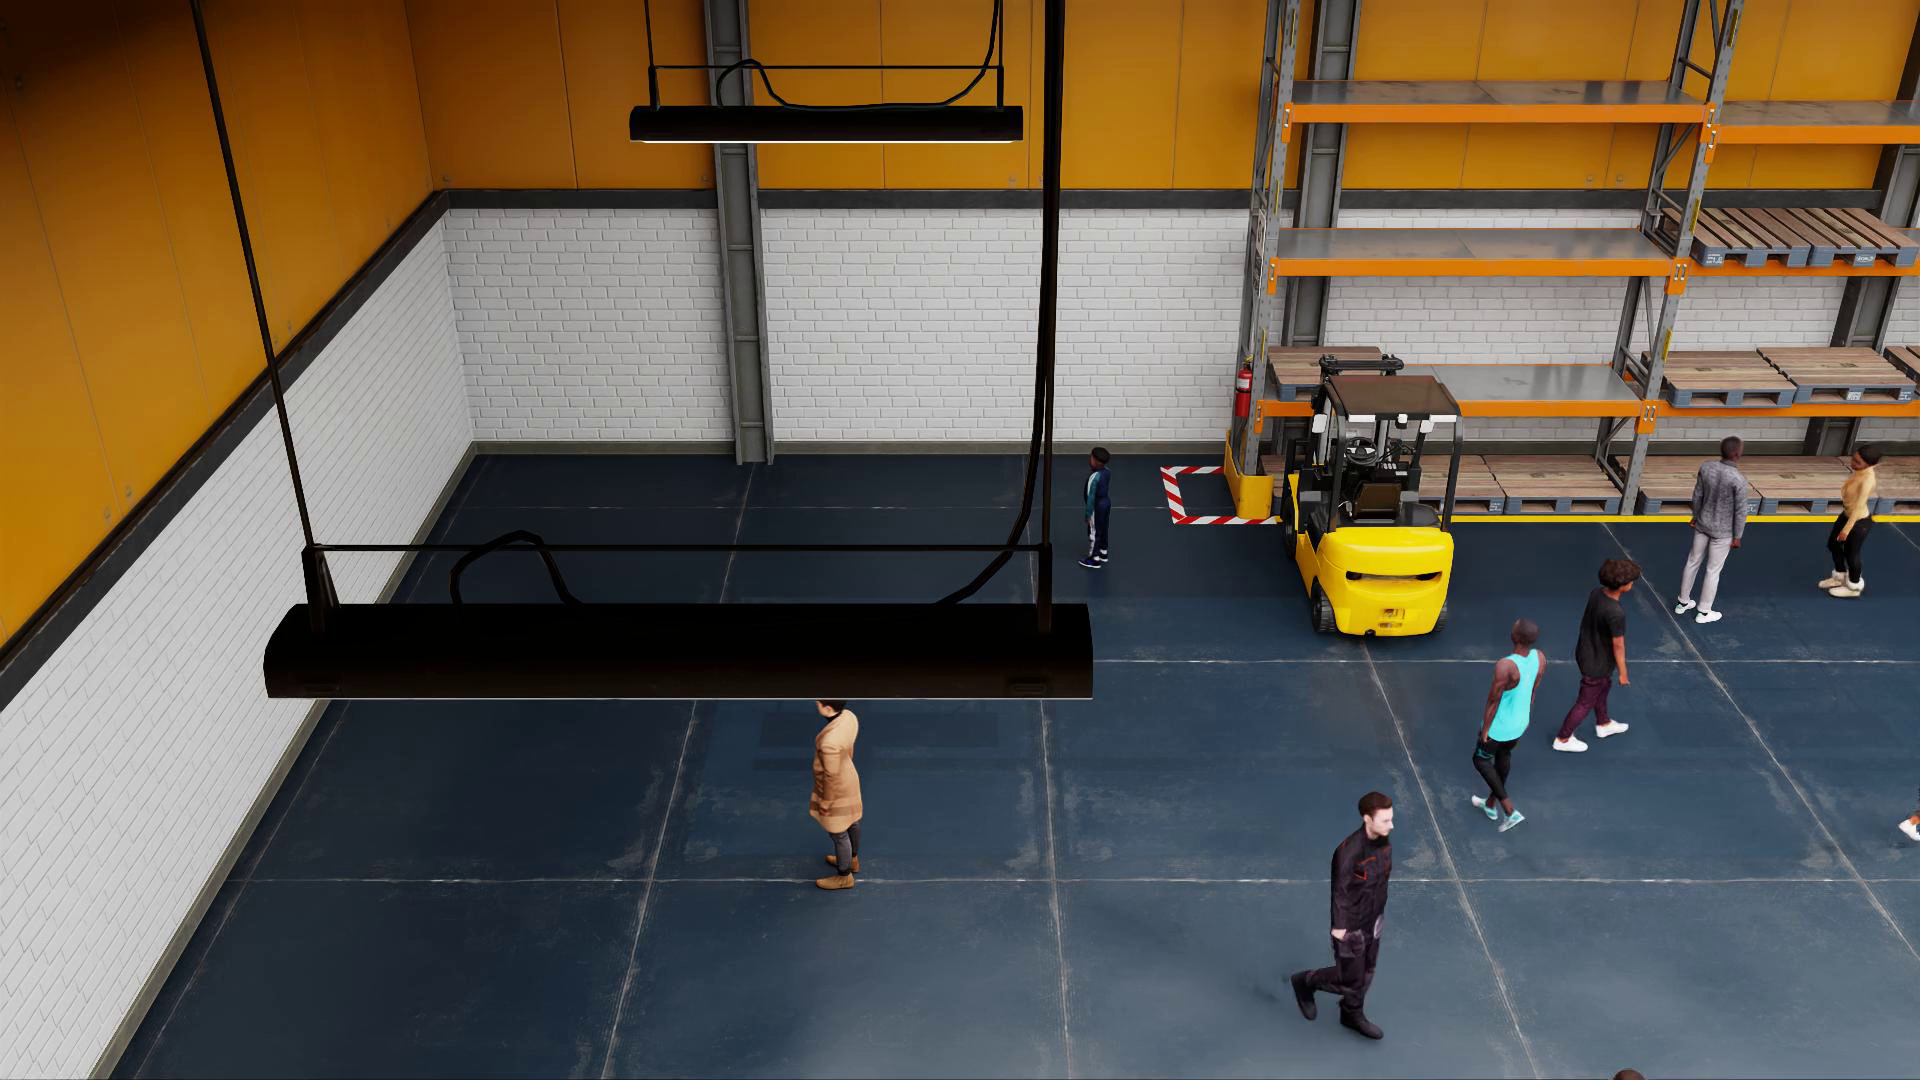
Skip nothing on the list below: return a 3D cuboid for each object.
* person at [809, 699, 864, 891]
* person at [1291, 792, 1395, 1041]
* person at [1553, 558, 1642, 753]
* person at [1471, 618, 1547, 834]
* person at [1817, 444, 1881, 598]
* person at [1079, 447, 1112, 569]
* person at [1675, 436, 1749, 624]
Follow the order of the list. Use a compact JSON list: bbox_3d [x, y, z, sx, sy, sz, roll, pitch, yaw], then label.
[{"bbox_3d":[-0.872,1.753,11.974,0.692,1.728,0.700,7,29,12],"label":"person"},{"bbox_3d":[2.481,2.377,10.644,0.967,1.905,1.026,-25,37,-38],"label":"person"},{"bbox_3d":[5.071,0.947,13.424,0.921,1.755,0.660,-1,29,-3],"label":"person"},{"bbox_3d":[4.161,1.430,12.492,0.912,1.799,0.869,-11,31,-19],"label":"person"},{"bbox_3d":[8.455,-0.179,15.622,0.738,1.625,0.684,12,31,20],"label":"person"},{"bbox_3d":[1.354,-0.333,16.292,0.601,1.254,0.571,17,33,28],"label":"person"},{"bbox_3d":[6.921,-0.112,15.277,0.750,1.839,0.759,-16,33,-27],"label":"person"}]
